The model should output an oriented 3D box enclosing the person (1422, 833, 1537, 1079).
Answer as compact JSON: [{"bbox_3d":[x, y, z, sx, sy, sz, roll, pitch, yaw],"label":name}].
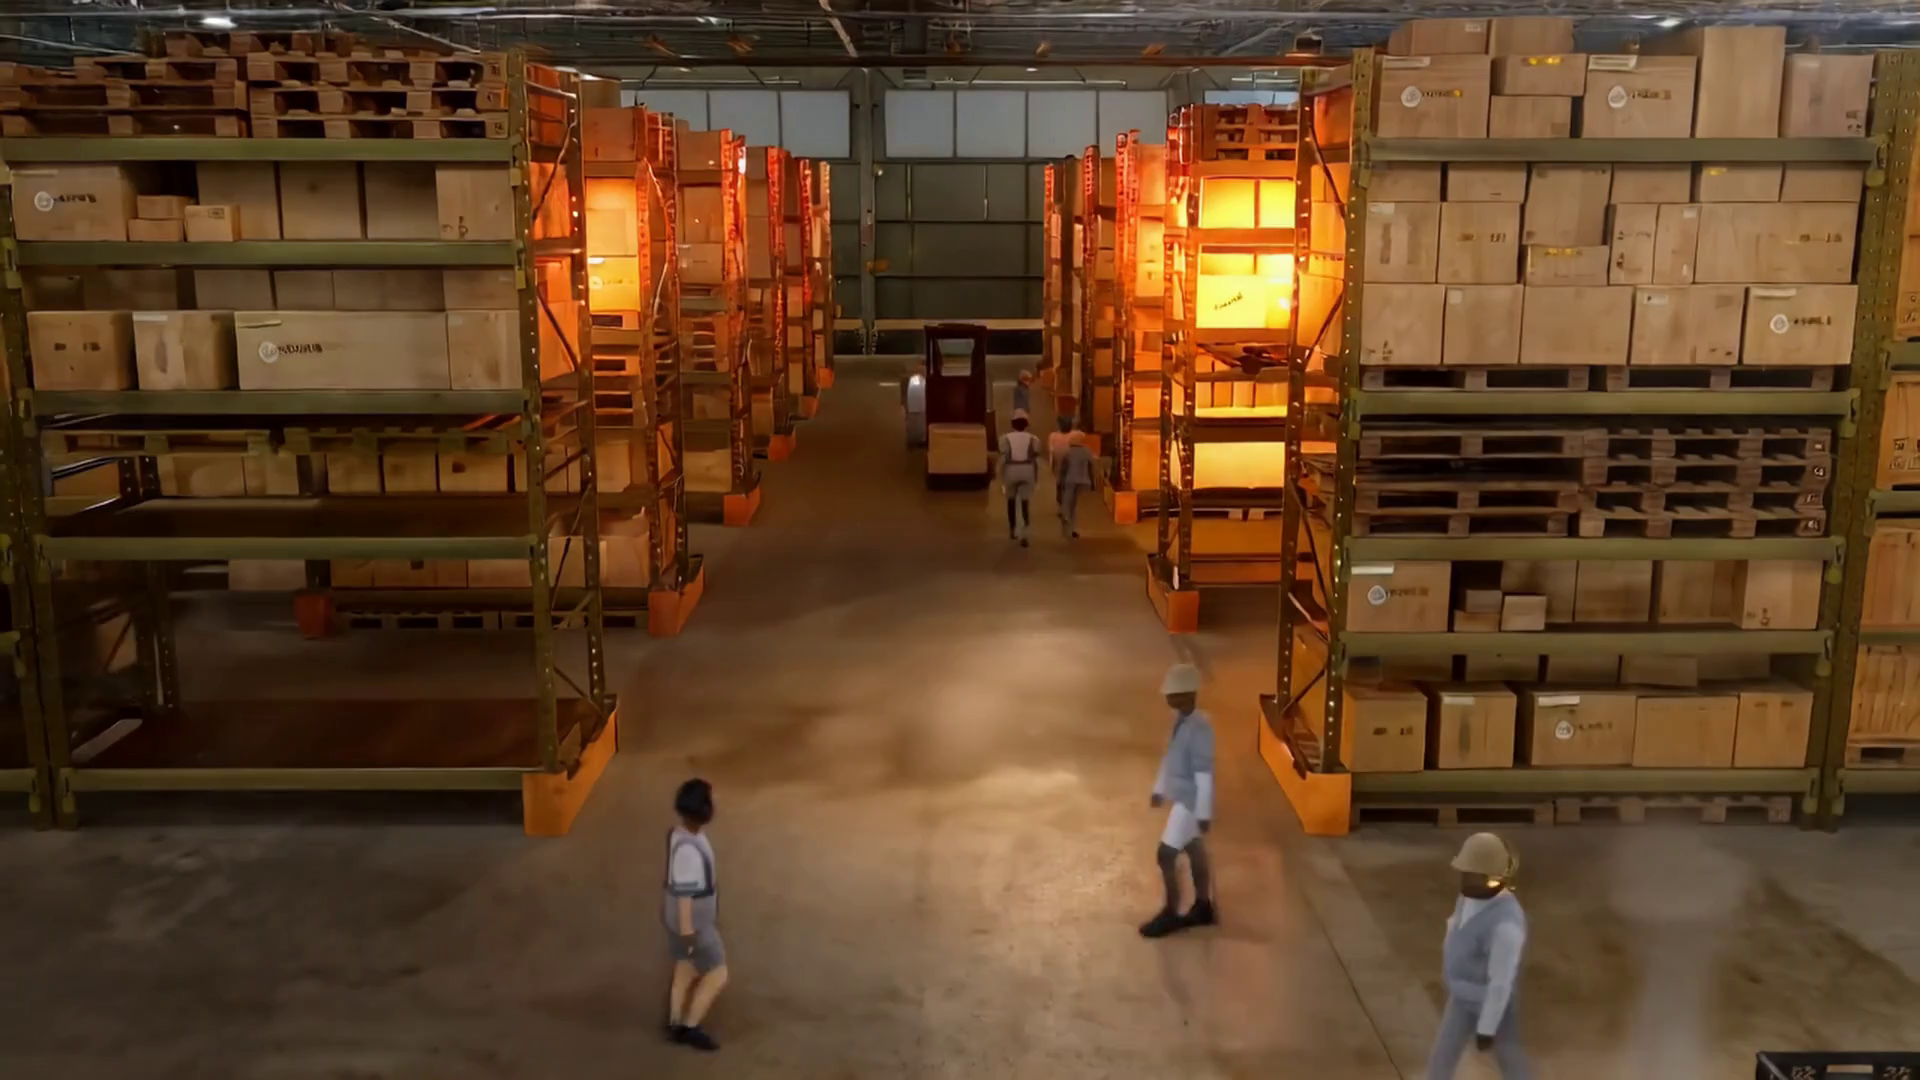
[{"bbox_3d":[2.714,2.376,8.674,0.951,1.779,0.606,-2,12,-8],"label":"person"}]

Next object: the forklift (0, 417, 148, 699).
[{"bbox_3d":[-9.390,0.191,16.754,1.873,2.768,1.129,0,11,-1],"label":"forklift"}]

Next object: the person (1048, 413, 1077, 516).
[{"bbox_3d":[1.714,-1.252,26.917,0.563,1.664,0.772,2,12,11],"label":"person"}]

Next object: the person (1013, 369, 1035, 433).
[{"bbox_3d":[1.217,-2.282,31.481,0.397,1.900,0.636,-1,11,-4],"label":"person"}]

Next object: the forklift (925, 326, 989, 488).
[{"bbox_3d":[-0.063,-2.410,29.646,1.129,2.768,1.873,0,11,-2],"label":"forklift"}]

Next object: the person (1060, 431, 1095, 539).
[{"bbox_3d":[1.796,-0.845,25.081,0.504,1.603,0.748,4,12,19],"label":"person"}]

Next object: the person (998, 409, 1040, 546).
[{"bbox_3d":[0.877,-0.928,24.510,0.622,2.007,0.974,-1,11,-4],"label":"person"}]

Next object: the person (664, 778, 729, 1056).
[{"bbox_3d":[-1.547,2.205,9.725,0.439,1.681,0.548,-2,12,-8],"label":"person"}]

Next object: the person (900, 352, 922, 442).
[{"bbox_3d":[-0.930,-2.985,34.912,0.643,1.910,0.411,-1,11,-3],"label":"person"}]

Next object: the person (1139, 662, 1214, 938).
[{"bbox_3d":[1.458,1.758,11.376,0.717,1.909,0.571,-1,11,-6],"label":"person"}]
